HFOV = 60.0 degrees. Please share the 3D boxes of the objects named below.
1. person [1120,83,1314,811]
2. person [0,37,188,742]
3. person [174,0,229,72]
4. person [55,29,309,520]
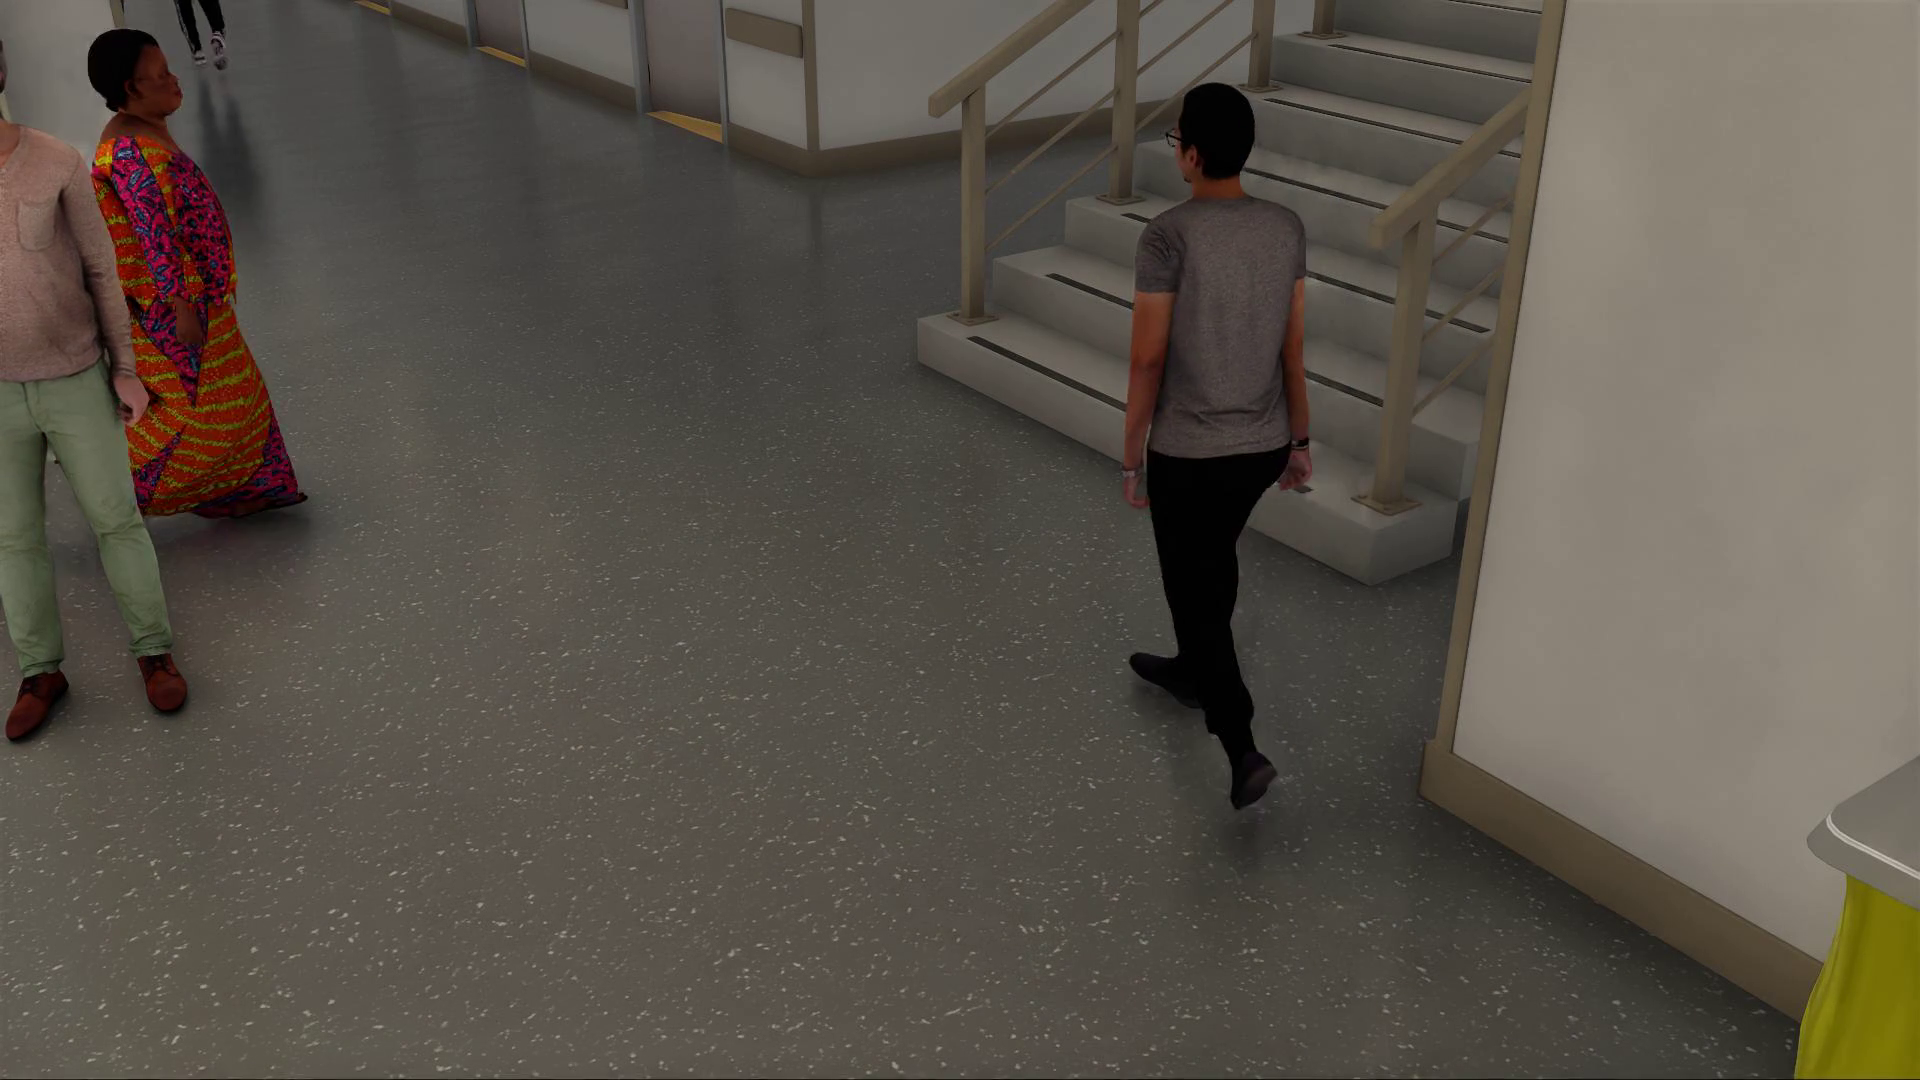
[{"bbox_3d":[0.666,-0.182,4.039,1.100,1.722,0.857,-11,28,-21],"label":"person"},{"bbox_3d":[-2.409,-0.410,4.335,0.650,1.875,0.802,-8,27,-17],"label":"person"},{"bbox_3d":[-6.141,-4.663,13.240,1.032,1.801,0.785,-14,29,-26],"label":"person"},{"bbox_3d":[-2.602,-0.781,5.362,1.031,1.653,0.778,-10,28,-21],"label":"person"}]
